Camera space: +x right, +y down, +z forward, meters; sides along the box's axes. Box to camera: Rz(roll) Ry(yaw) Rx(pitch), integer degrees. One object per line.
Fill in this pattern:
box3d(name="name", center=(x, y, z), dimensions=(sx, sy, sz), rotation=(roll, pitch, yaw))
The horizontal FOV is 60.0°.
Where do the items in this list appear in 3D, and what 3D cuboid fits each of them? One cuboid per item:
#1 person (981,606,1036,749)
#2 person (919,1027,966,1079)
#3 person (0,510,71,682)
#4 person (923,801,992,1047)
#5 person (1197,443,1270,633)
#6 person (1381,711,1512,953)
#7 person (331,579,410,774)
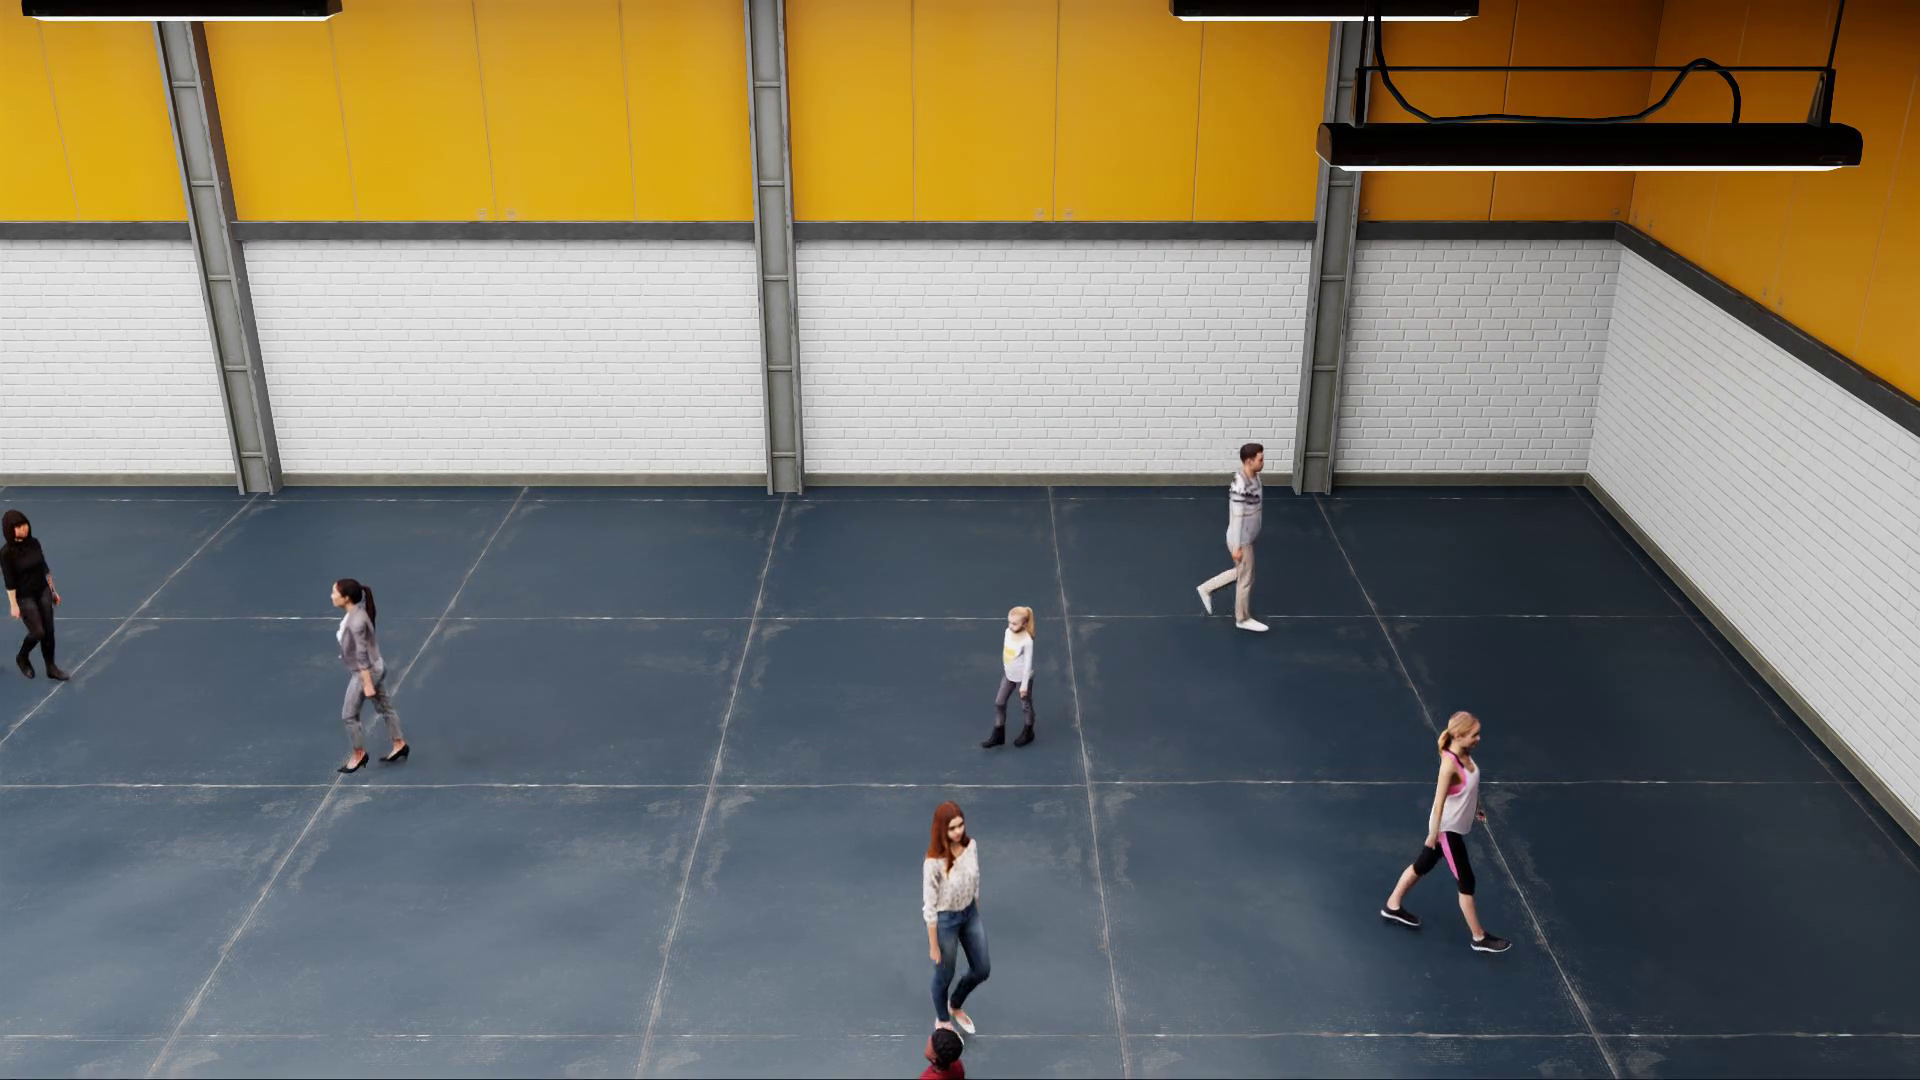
box3d(name="person", center=(0.525, 1.101, 13.595), dimensions=(0.816, 1.263, 0.745), rotation=(-19, 30, -37))
box3d(name="person", center=(-0.028, 3.167, 8.912), dimensions=(0.921, 1.229, 0.803), rotation=(16, 28, 33))
box3d(name="person", center=(-8.175, 0.484, 14.549), dimensions=(0.759, 1.630, 0.675), rotation=(8, 25, 18))
box3d(name="person", center=(-0.093, 2.322, 10.234), dimensions=(0.685, 1.719, 0.762), rotation=(-17, 29, -34))
box3d(name="person", center=(2.555, -0.036, 15.486), dimensions=(1.066, 1.832, 0.877), rotation=(8, 25, 18))
box3d(name="person", center=(3.189, 1.912, 11.146), dimensions=(1.194, 1.739, 0.930), rotation=(11, 26, 24))
box3d(name="person", center=(-4.612, 1.069, 13.181), dimensions=(0.862, 1.654, 0.753), rotation=(-6, 24, -14))
